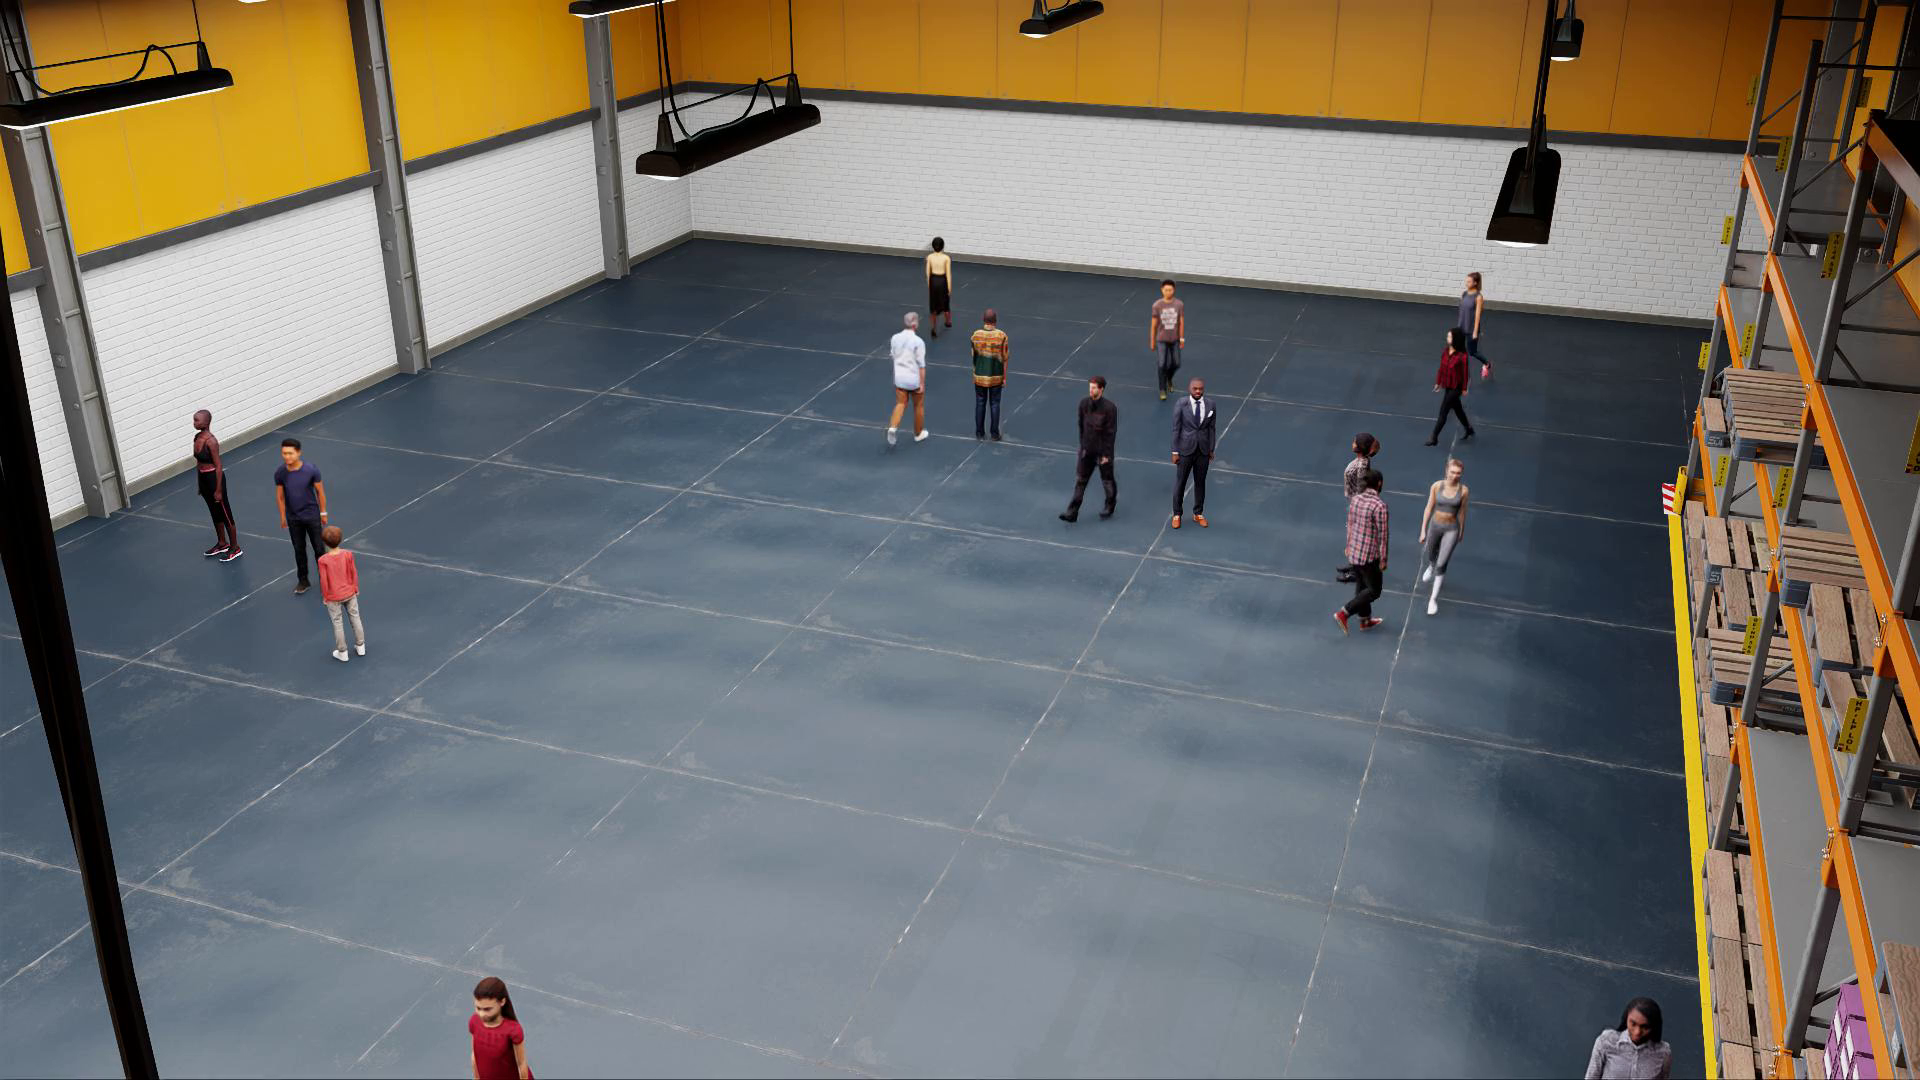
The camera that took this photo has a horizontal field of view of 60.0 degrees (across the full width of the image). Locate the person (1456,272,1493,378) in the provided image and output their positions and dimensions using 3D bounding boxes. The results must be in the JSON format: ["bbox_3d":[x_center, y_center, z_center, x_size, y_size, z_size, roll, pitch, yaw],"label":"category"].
[{"bbox_3d":[7.547,-3.095,24.492,1.115,1.699,1.004,-13,27,-26],"label":"person"}]

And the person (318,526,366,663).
[{"bbox_3d":[-6.169,0.522,16.569,0.542,1.418,0.644,-19,30,-36],"label":"person"}]

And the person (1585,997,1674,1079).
[{"bbox_3d":[3.845,3.370,9.672,0.599,1.724,0.495,9,25,20],"label":"person"}]

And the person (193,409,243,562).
[{"bbox_3d":[-8.433,-0.642,18.809,0.629,1.757,0.604,15,28,31],"label":"person"}]

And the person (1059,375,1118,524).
[{"bbox_3d":[1.691,-1.078,19.763,0.924,1.792,1.200,16,28,32],"label":"person"}]

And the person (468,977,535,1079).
[{"bbox_3d":[-2.771,3.277,10.098,0.542,1.552,0.605,7,25,15],"label":"person"}]

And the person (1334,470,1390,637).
[{"bbox_3d":[4.093,0.162,17.004,1.099,1.729,1.035,-9,25,-19],"label":"person"}]

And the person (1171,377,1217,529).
[{"bbox_3d":[2.755,-1.054,19.668,0.790,1.824,0.776,-3,24,-7],"label":"person"}]

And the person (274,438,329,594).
[{"bbox_3d":[-7.071,-0.276,17.932,0.725,1.788,0.700,-3,24,-7],"label":"person"}]

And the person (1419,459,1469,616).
[{"bbox_3d":[5.142,-0.101,17.695,0.611,1.658,1.154,11,26,24],"label":"person"}]

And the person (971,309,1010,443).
[{"bbox_3d":[0.380,-2.214,22.346,0.731,1.805,0.720,3,24,7],"label":"person"}]

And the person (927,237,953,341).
[{"bbox_3d":[-0.371,-4.014,26.689,0.646,1.624,0.961,6,24,14],"label":"person"}]

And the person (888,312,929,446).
[{"bbox_3d":[-0.724,-2.121,22.132,0.753,1.805,1.026,12,26,25],"label":"person"}]

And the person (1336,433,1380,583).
[{"bbox_3d":[4.347,-0.366,18.231,0.655,1.714,0.524,6,24,13],"label":"person"}]

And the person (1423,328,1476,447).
[{"bbox_3d":[6.647,-2.032,22.175,1.099,1.607,1.046,-10,26,-22],"label":"person"}]

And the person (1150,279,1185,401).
[{"bbox_3d":[2.988,-2.916,23.999,0.772,1.767,0.834,0,24,0],"label":"person"}]
